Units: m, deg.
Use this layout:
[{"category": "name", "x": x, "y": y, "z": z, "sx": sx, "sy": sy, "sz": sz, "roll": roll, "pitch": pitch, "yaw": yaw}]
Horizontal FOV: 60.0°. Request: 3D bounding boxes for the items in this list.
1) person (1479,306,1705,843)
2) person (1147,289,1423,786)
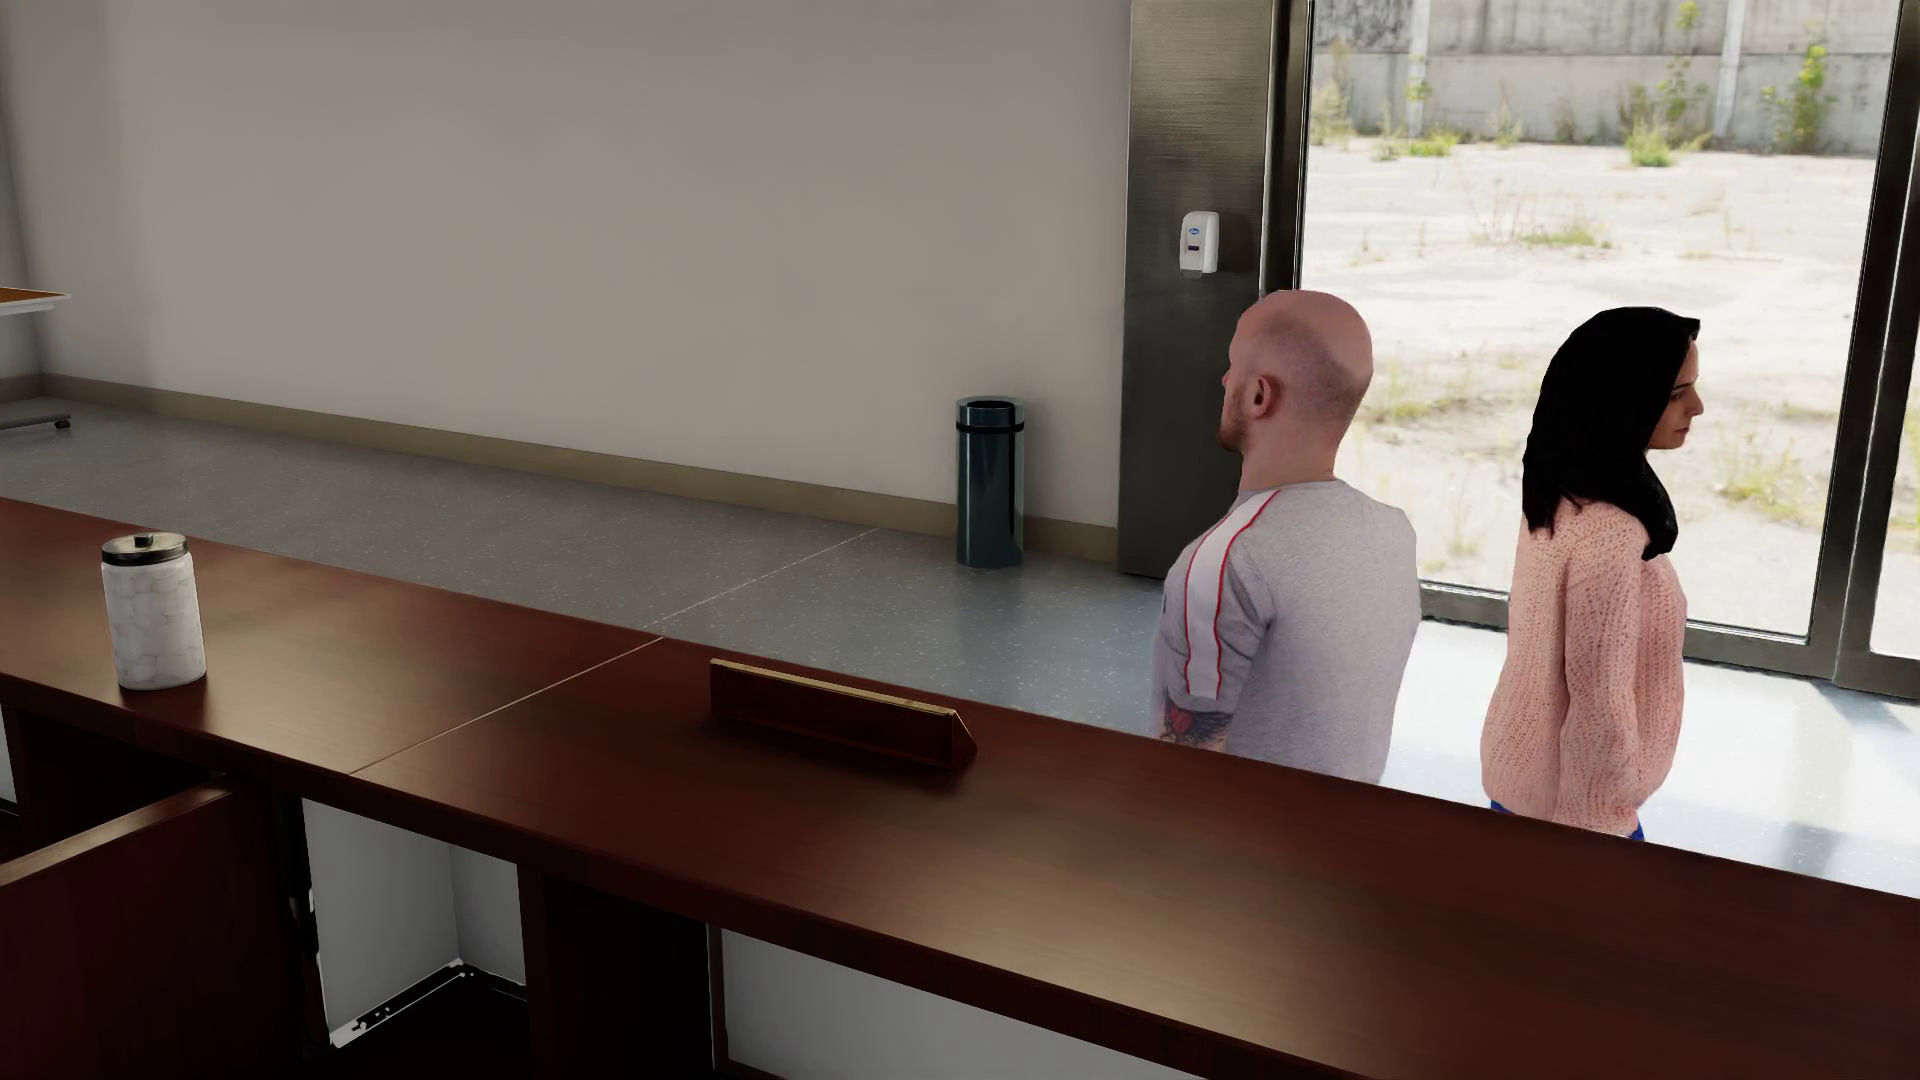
[{"category": "person", "x": 0.933, "y": 0.487, "z": 2.860, "sx": 0.935, "sy": 1.715, "sz": 1.186, "roll": 3, "pitch": 16, "yaw": 11}, {"category": "person", "x": 0.481, "y": 0.579, "z": 2.358, "sx": 0.824, "sy": 1.811, "sz": 1.012, "roll": 13, "pitch": 20, "yaw": 38}]
